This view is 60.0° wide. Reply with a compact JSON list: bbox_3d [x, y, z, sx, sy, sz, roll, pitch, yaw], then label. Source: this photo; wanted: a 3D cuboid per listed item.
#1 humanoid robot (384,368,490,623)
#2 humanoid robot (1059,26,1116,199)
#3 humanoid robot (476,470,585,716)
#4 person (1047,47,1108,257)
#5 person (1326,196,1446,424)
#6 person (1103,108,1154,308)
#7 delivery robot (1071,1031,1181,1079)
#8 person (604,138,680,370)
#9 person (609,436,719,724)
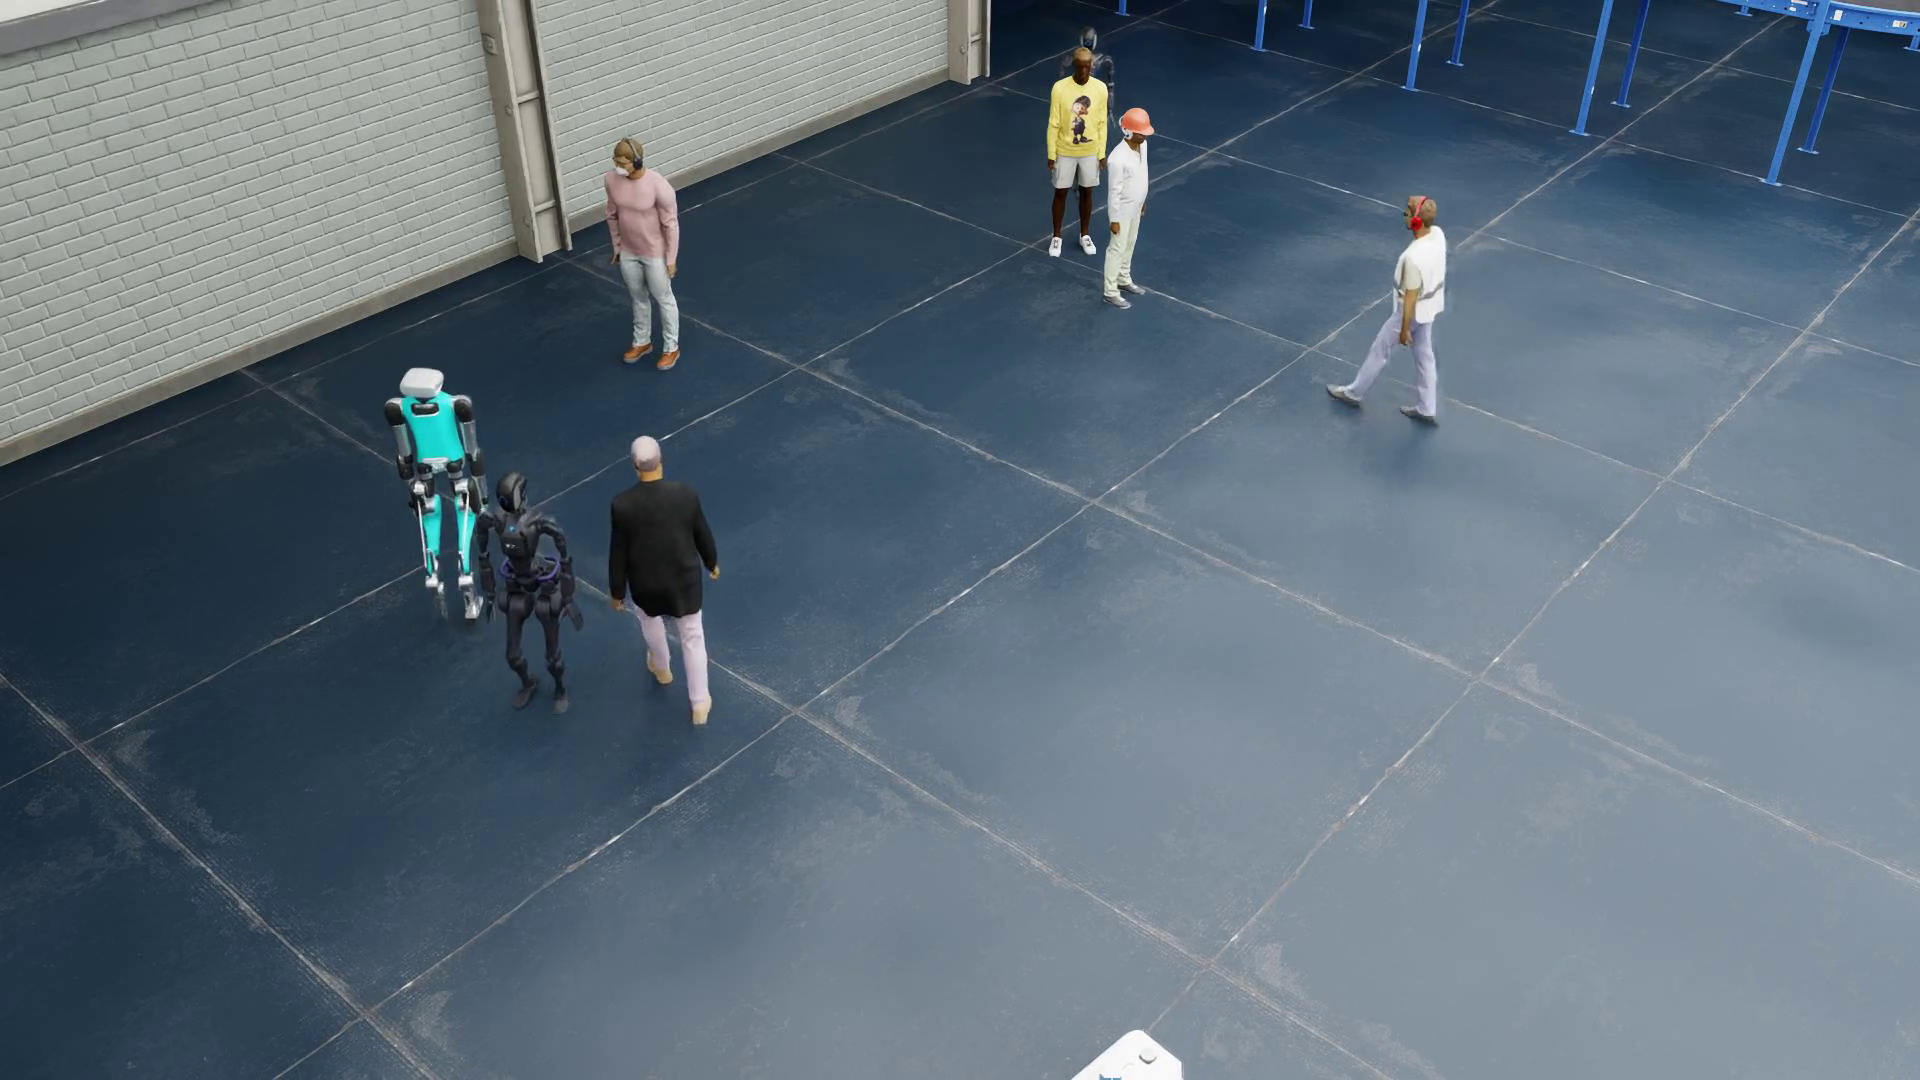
[{"bbox_3d":[-3.219,-0.142,10.350,0.541,1.826,0.669,-2,35,-2],"label":"humanoid robot"},{"bbox_3d":[1.190,-4.174,16.047,0.611,1.629,0.622,-3,36,-5],"label":"humanoid robot"},{"bbox_3d":[-2.492,0.314,9.731,0.602,1.657,0.322,5,36,7],"label":"humanoid robot"},{"bbox_3d":[1.038,-3.458,14.839,0.542,1.900,0.376,-4,36,-5],"label":"person"},{"bbox_3d":[3.306,-1.750,12.520,0.933,1.804,0.589,24,42,30],"label":"person"},{"bbox_3d":[1.436,-2.819,14.075,0.349,1.743,0.564,18,39,24],"label":"person"},{"bbox_3d":[0.654,2.585,7.503,0.765,0.585,0.499,-29,44,-34],"label":"delivery robot"},{"bbox_3d":[-2.488,-2.264,13.133,0.627,1.934,0.377,16,38,21],"label":"person"},{"bbox_3d":[-1.750,0.178,9.796,0.636,1.815,0.831,-10,37,-14],"label":"person"}]
